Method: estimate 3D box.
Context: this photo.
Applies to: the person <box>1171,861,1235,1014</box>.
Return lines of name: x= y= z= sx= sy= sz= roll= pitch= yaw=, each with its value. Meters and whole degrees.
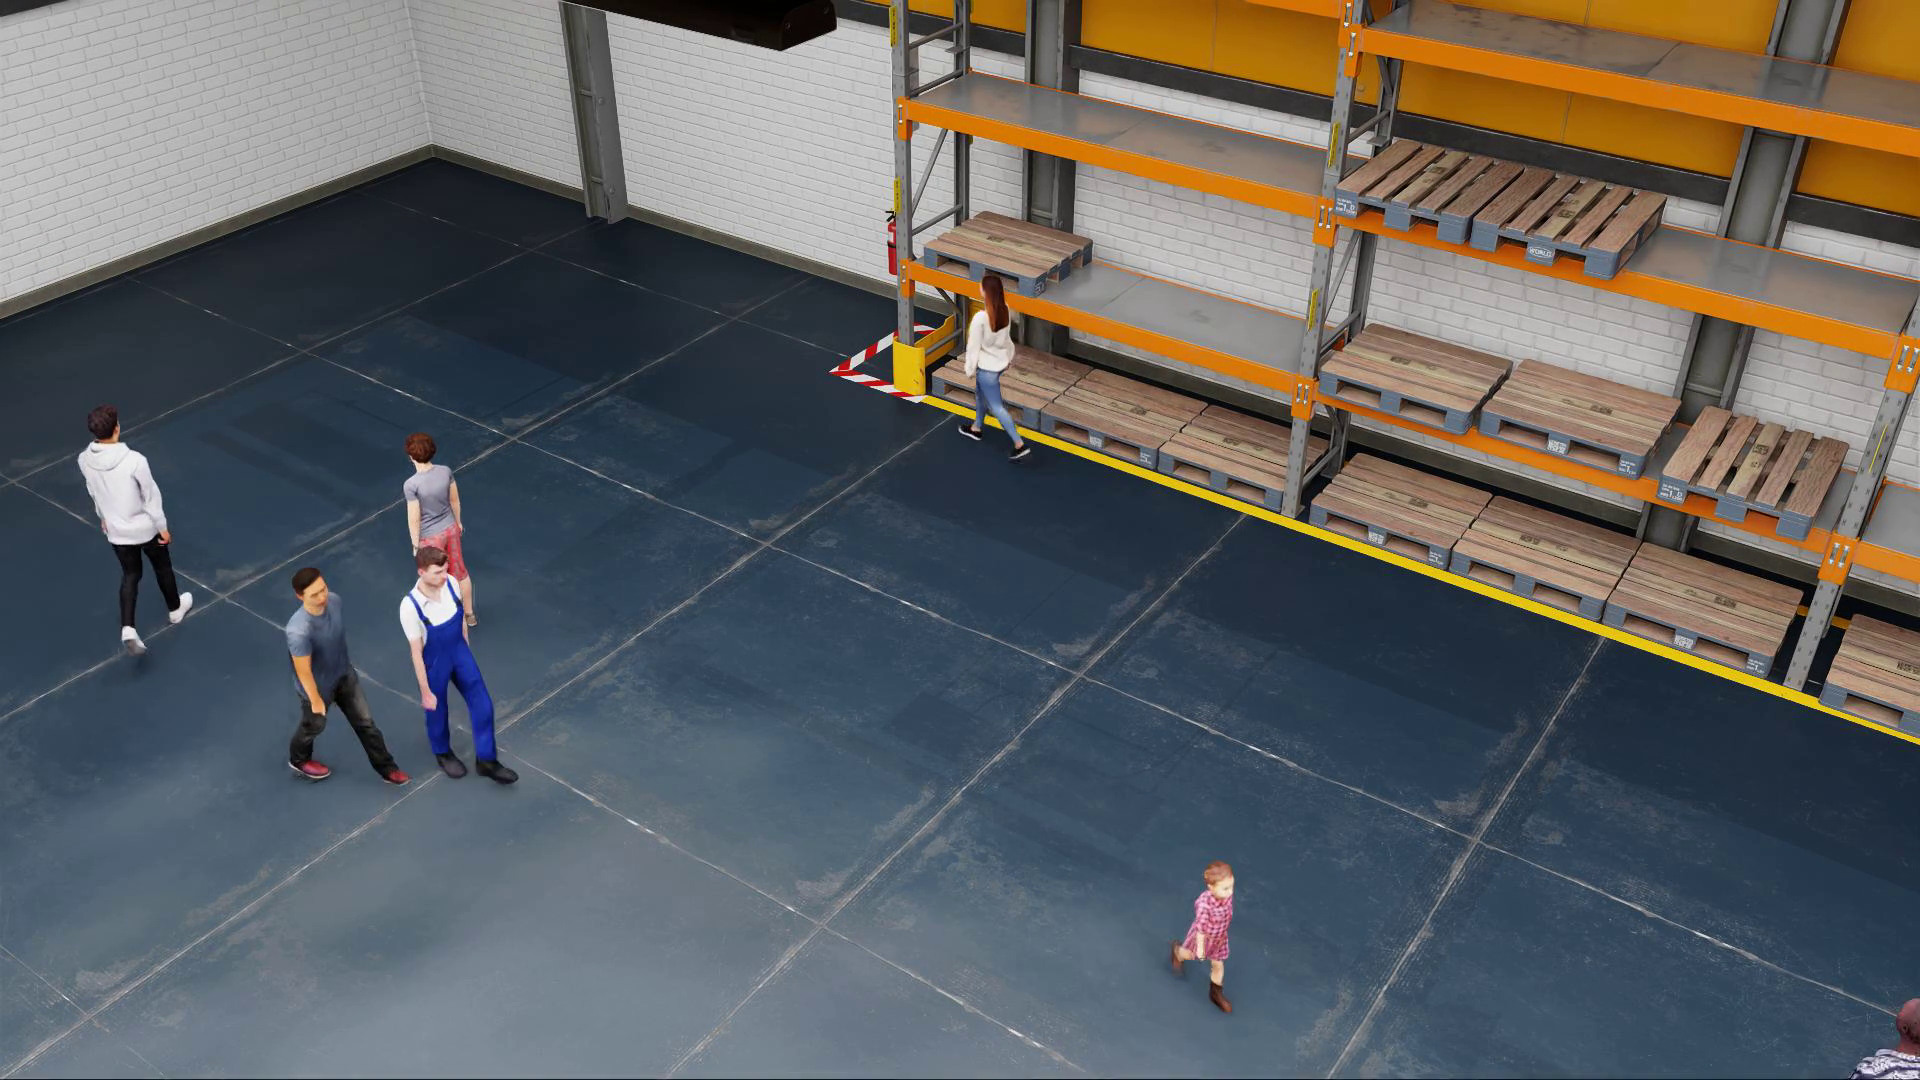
person: x=1.391 y=2.196 z=9.430 sx=0.592 sy=1.013 sz=0.771 roll=-19 pitch=38 yaw=-26

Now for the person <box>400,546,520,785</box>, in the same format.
person: x=-3.424 y=0.778 z=10.834 sx=0.889 sy=1.822 sz=0.658 roll=22 pitch=40 yaw=30

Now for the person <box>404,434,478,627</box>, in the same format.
person: x=-3.827 y=-0.035 z=12.212 sx=0.576 sy=1.650 sz=0.629 roll=24 pitch=40 yaw=31

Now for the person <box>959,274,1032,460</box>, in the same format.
person: x=0.324 y=-1.461 z=14.348 sx=1.120 sy=1.661 sz=0.693 roll=26 pitch=41 yaw=33

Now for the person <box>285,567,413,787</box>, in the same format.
person: x=-4.180 y=0.882 z=10.731 sx=1.228 sy=1.761 sz=0.868 roll=9 pitch=35 yaw=13

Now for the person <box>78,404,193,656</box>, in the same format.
person: x=-6.013 y=-0.052 z=12.007 sx=1.188 sy=1.906 sz=1.159 roll=0 pitch=34 yaw=0
